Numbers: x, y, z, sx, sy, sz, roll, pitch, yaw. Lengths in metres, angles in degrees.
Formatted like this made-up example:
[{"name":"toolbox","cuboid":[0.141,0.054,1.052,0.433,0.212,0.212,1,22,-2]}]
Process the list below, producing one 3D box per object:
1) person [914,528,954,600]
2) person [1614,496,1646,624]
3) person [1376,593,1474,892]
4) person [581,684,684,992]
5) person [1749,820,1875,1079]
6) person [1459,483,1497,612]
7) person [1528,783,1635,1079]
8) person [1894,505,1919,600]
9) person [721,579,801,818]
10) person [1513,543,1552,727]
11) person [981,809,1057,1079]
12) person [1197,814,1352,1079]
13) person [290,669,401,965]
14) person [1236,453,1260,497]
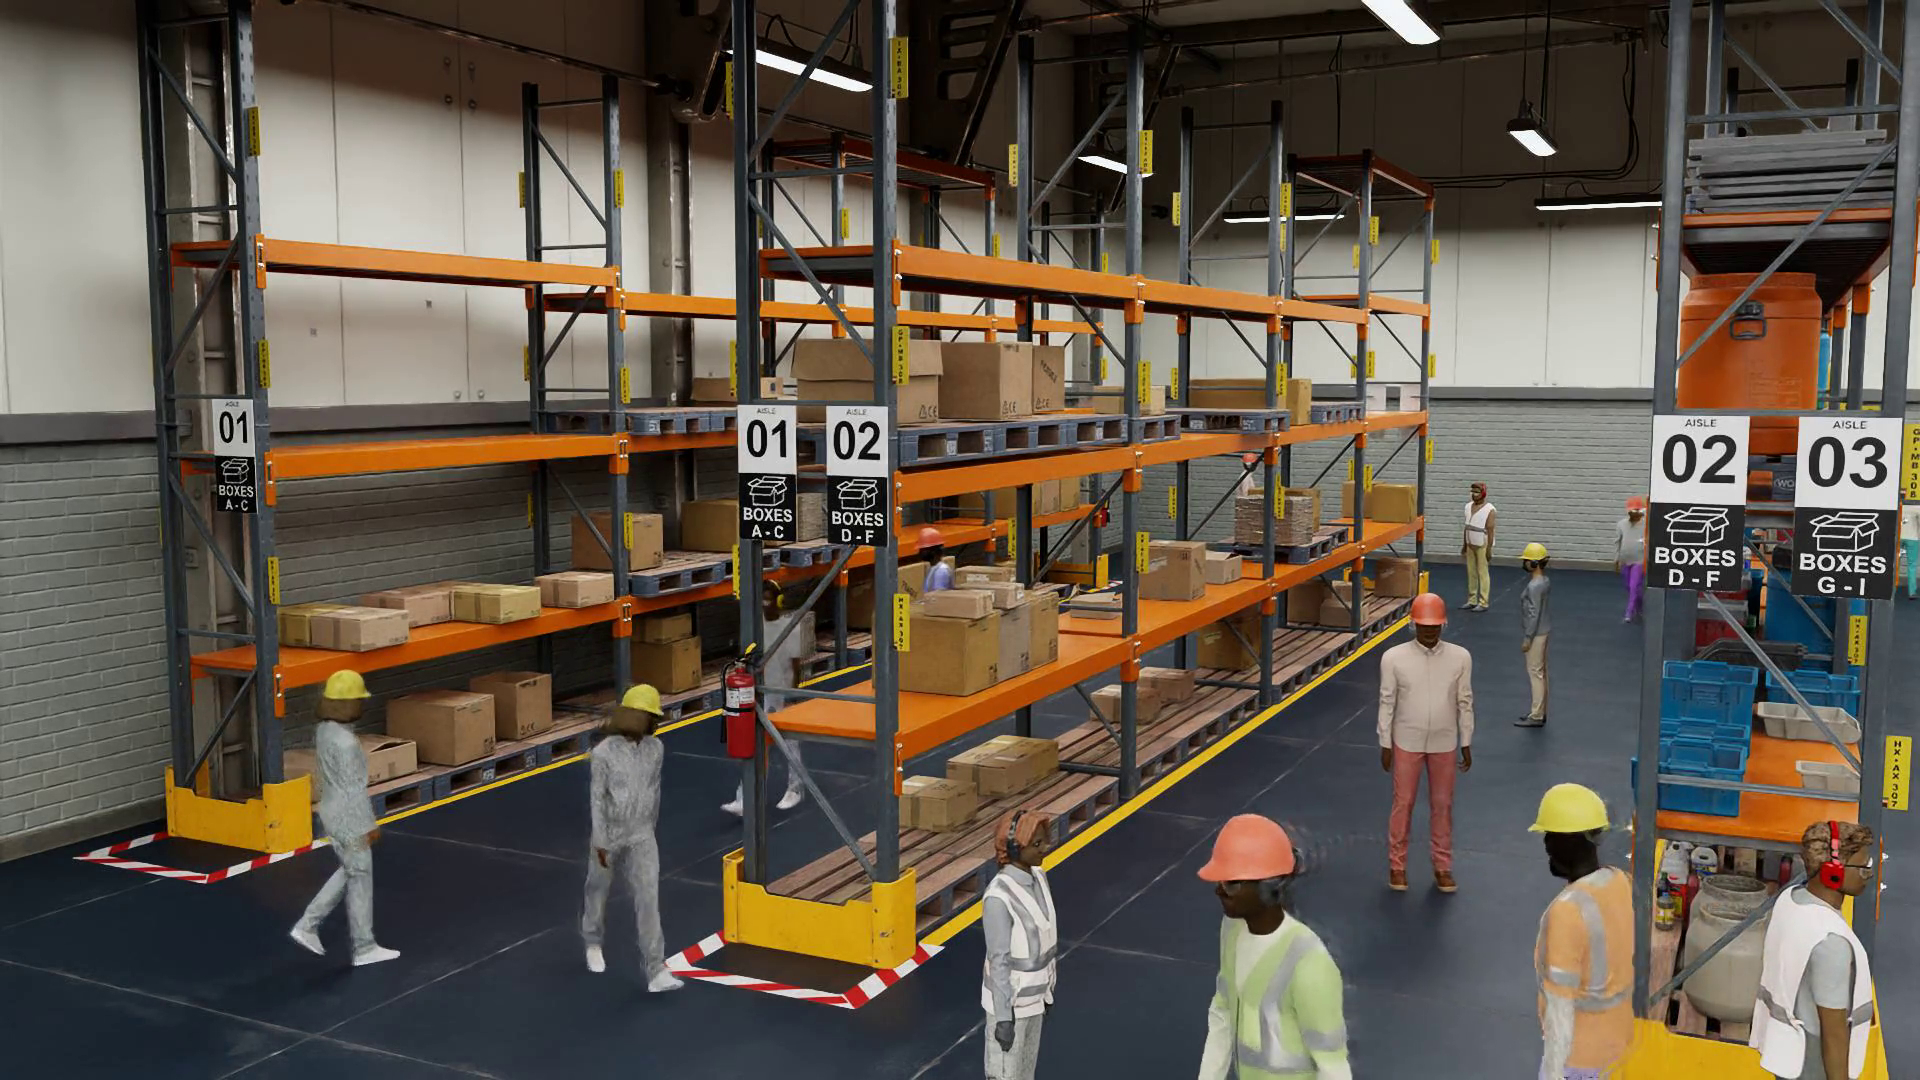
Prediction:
[{"name":"person","cuboid":[-0.240,0.846,15.822,0.382,1.927,0.574,-1,6,-10]},{"name":"person","cuboid":[9.167,0.253,22.547,0.737,1.729,0.572,-5,8,-39]},{"name":"person","cuboid":[3.047,1.327,10.895,0.618,1.983,0.404,0,6,2]},{"name":"person","cuboid":[-1.845,1.641,9.259,0.510,1.674,0.941,-5,7,-38]},{"name":"person","cuboid":[3.040,1.901,5.938,0.378,1.844,0.569,1,6,12]},{"name":"person","cuboid":[7.341,0.101,23.506,0.395,1.840,0.566,-2,6,-23]},{"name":"person","cuboid":[2.337,1.850,6.175,0.657,1.897,0.607,5,8,41]},{"name":"person","cuboid":[14.084,0.005,24.770,0.531,1.765,0.327,5,8,41]},{"name":"person","cuboid":[-1.470,1.215,12.699,0.555,1.822,0.945,3,7,26]},{"name":"person","cuboid":[5.501,0.910,15.954,0.314,1.769,0.524,3,7,30]},{"name":"person","cuboid":[0.240,1.911,6.835,0.308,1.640,0.511,2,6,21]},{"name":"person","cuboid":[1.005,1.879,5.499,1.072,1.975,0.607,-1,6,-12]},{"name":"person","cuboid":[-3.515,1.593,9.506,0.514,1.727,0.496,-4,7,-33]},{"name":"person","cuboid":[4.977,-0.517,28.802,0.400,1.990,0.616,1,6,12]}]
